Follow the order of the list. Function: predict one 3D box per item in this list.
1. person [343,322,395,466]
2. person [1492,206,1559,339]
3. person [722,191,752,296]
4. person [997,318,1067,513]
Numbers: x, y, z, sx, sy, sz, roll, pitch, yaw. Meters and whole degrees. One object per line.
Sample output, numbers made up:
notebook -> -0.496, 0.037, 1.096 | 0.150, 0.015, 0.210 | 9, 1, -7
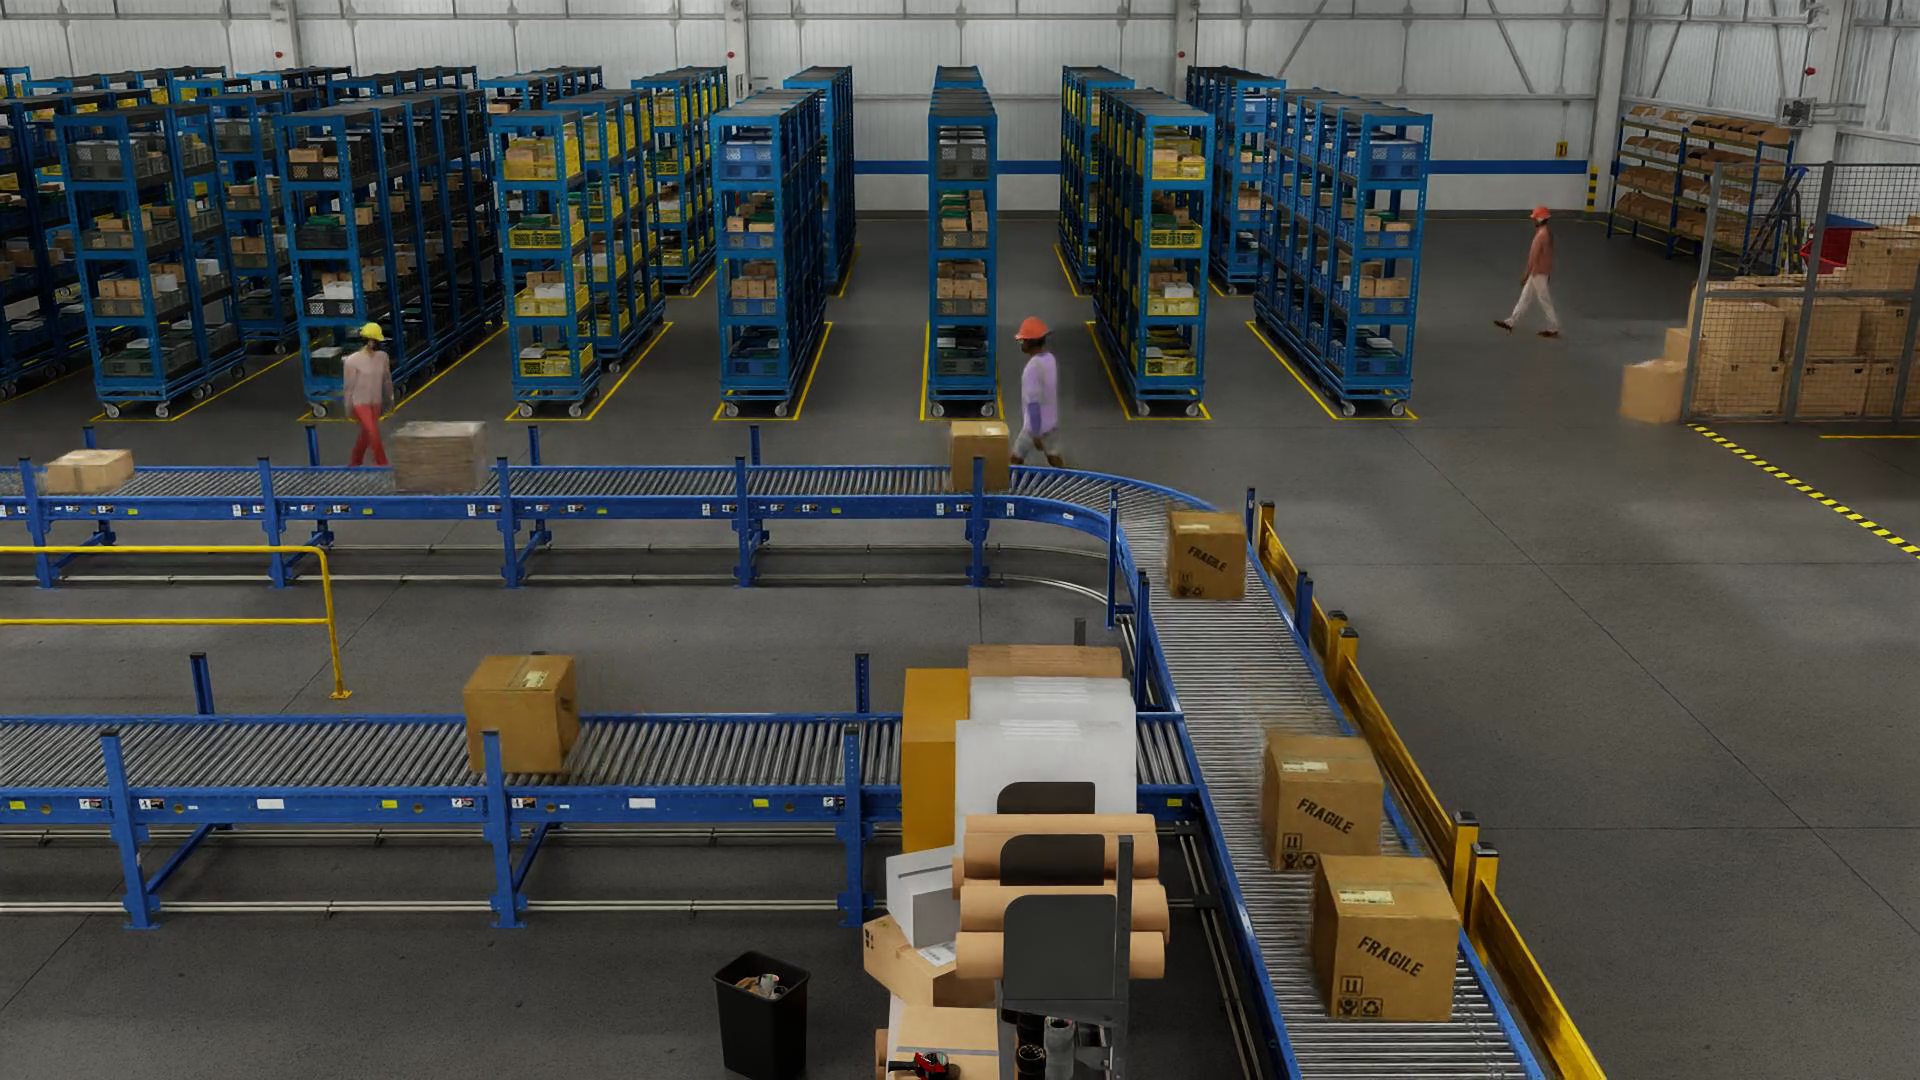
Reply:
person -> -6.142, -1.418, 17.236 | 0.888, 1.706, 0.531 | 10, 21, 29
person -> 8.565, -3.998, 24.815 | 1.012, 1.937, 0.644 | 10, 20, 27
person -> -3.623, -4.978, 28.045 | 0.828, 1.810, 0.586 | 5, 19, 14
person -> 0.721, -1.144, 15.967 | 1.065, 1.991, 0.614 | 10, 20, 27
